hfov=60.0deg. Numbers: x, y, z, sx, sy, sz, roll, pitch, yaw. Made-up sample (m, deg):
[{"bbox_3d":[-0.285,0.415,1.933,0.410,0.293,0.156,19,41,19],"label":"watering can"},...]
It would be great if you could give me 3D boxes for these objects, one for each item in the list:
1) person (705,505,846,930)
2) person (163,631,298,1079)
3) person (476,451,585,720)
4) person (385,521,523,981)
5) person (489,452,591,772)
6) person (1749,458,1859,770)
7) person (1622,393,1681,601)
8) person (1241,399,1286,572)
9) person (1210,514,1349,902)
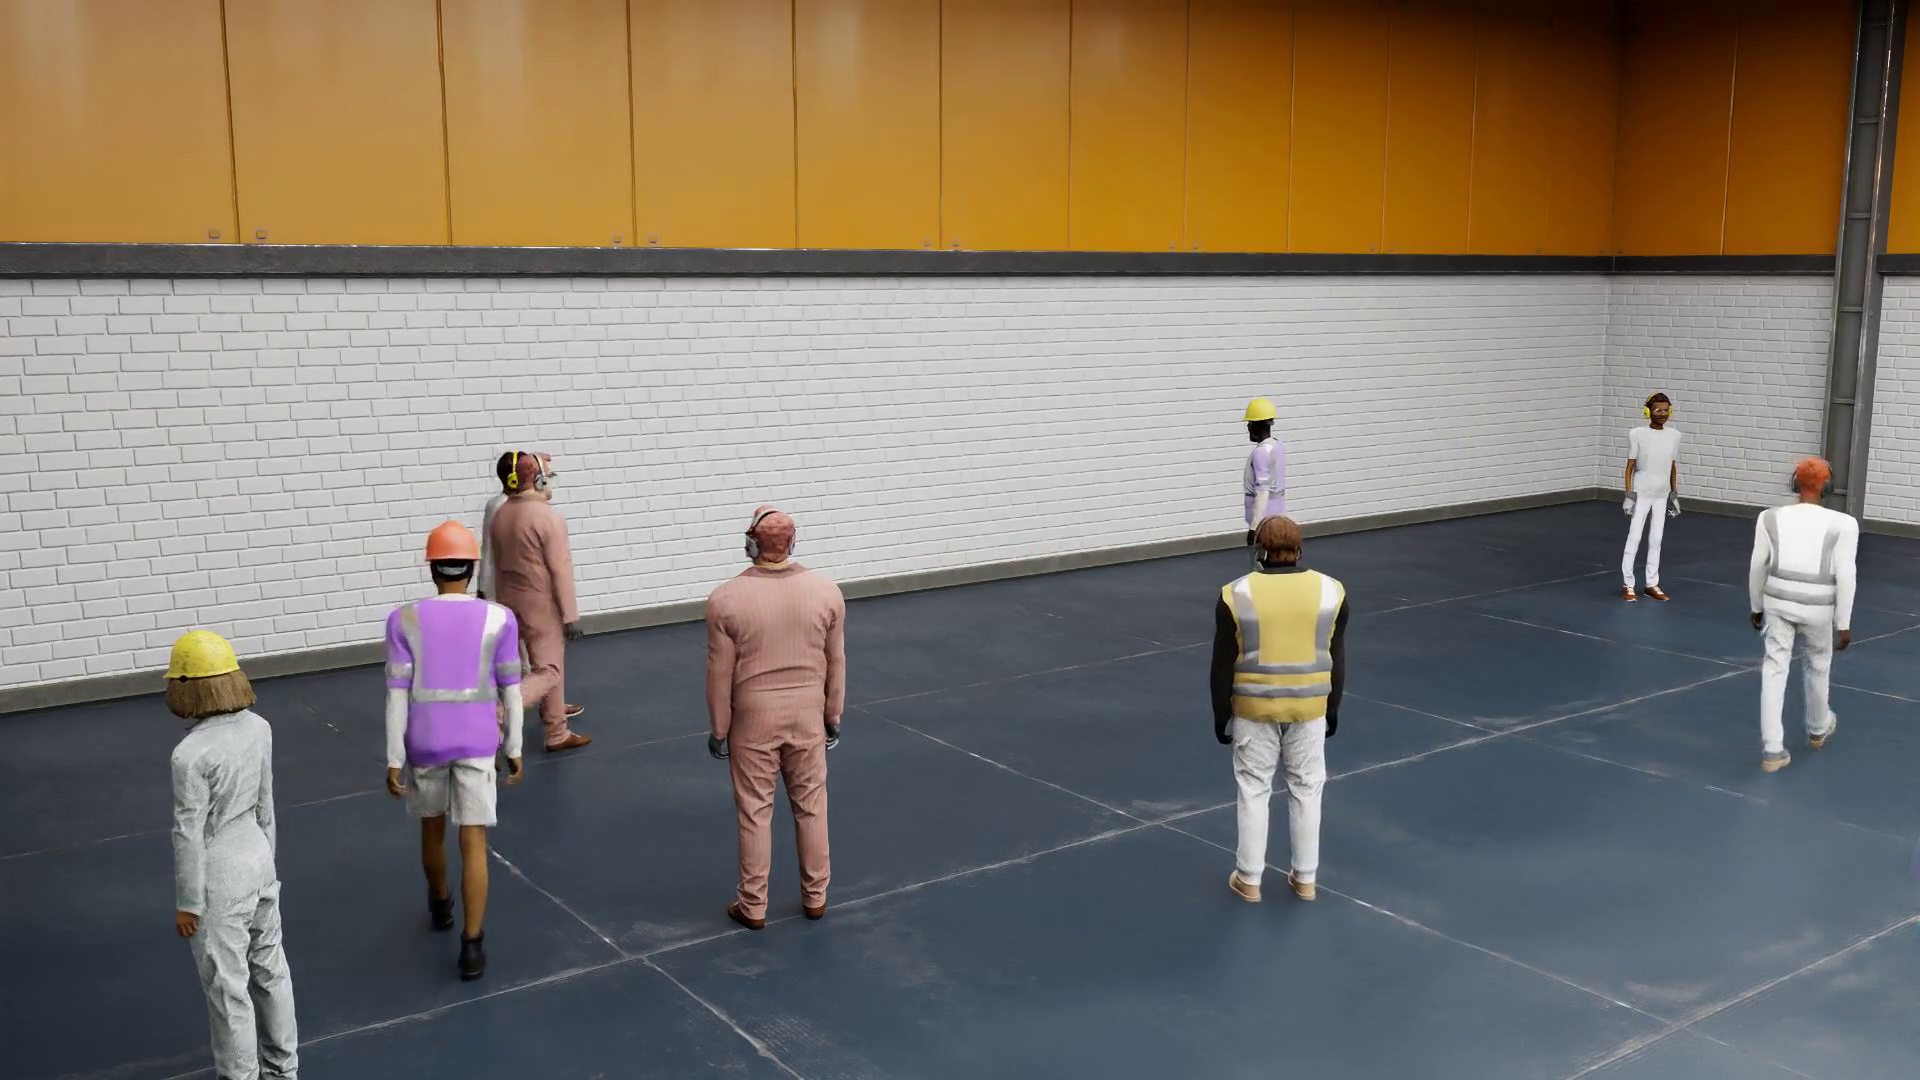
[{"bbox_3d":[-0.833,0.794,7.485,0.641,1.913,0.407,-4,10,-22],"label":"person"},{"bbox_3d":[-2.539,1.168,5.725,0.321,1.737,0.484,1,9,8],"label":"person"},{"bbox_3d":[-2.975,0.335,10.654,1.019,1.818,0.516,-5,10,-27],"label":"person"},{"bbox_3d":[-2.172,0.867,7.180,0.564,1.869,0.929,-2,10,-15],"label":"person"},{"bbox_3d":[-2.576,0.416,9.913,0.812,1.878,0.644,-9,13,-43],"label":"person"},{"bbox_3d":[5.085,0.419,10.023,0.606,1.832,0.951,8,12,39],"label":"person"},{"bbox_3d":[6.191,-0.383,14.869,0.520,1.873,0.328,-1,9,-6],"label":"person"},{"bbox_3d":[2.429,-0.181,13.453,0.373,1.923,0.595,4,10,23],"label":"person"},{"bbox_3d":[1.475,0.792,7.760,0.626,1.833,0.428,0,9,0],"label":"person"}]
